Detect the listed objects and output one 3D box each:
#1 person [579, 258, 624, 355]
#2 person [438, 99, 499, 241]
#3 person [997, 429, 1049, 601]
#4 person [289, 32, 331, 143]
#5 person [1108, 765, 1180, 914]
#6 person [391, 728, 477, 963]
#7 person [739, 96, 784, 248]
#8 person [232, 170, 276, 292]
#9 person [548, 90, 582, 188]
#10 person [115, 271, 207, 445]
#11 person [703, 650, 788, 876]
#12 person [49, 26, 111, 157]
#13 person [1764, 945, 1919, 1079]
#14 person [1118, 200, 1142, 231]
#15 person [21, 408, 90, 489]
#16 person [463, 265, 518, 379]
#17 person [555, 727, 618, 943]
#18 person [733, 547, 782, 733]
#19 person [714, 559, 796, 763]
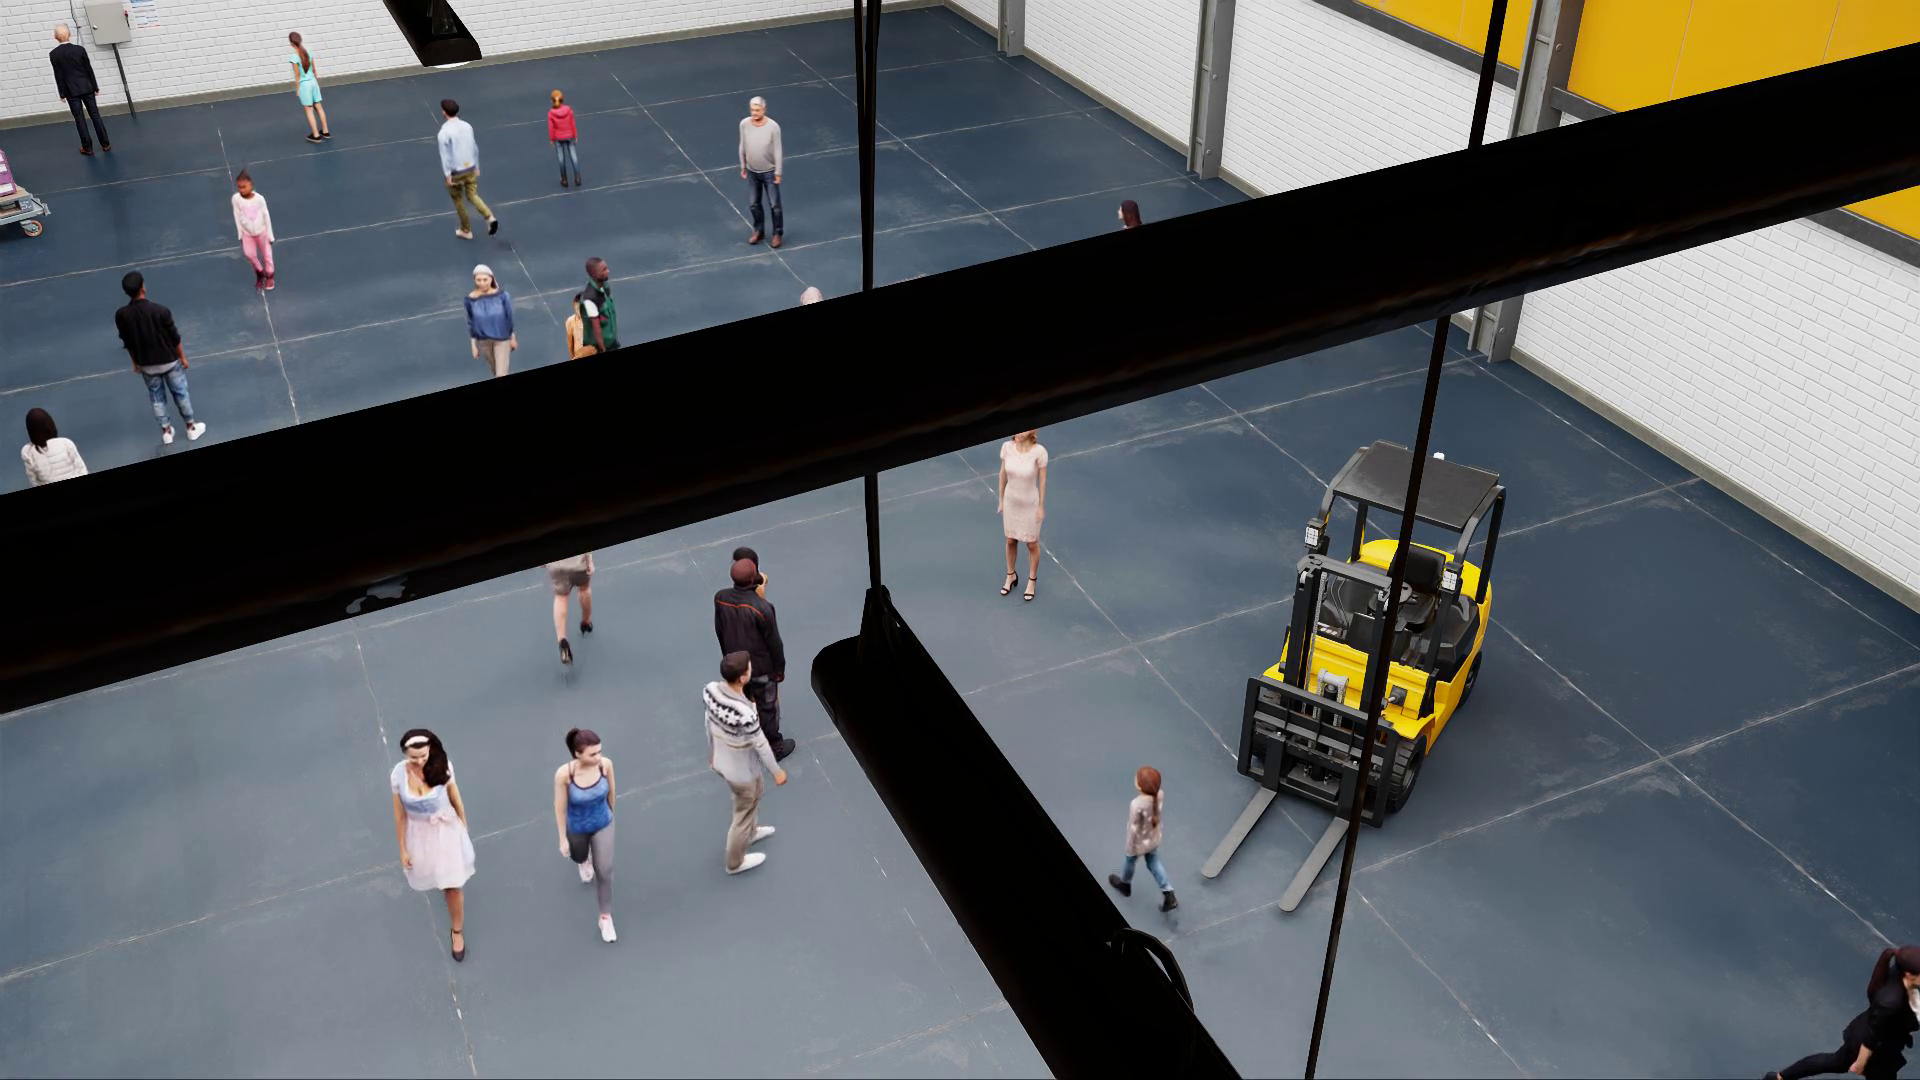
[{"bbox_3d":[-3.684,-1.994,16.789,0.898,1.829,0.813,4,34,6],"label":"person"},{"bbox_3d":[-6.153,-4.565,20.688,1.069,1.795,0.955,20,38,27],"label":"person"},{"bbox_3d":[0.543,-0.296,14.233,0.636,1.829,0.707,13,36,19],"label":"person"},{"bbox_3d":[-9.347,-6.500,23.813,0.668,1.558,0.635,19,38,26],"label":"person"},{"bbox_3d":[1.293,2.048,11.296,0.616,1.178,0.861,-24,40,-31],"label":"person"},{"bbox_3d":[-3.466,1.915,10.944,0.790,1.789,1.046,-7,34,-11],"label":"person"},{"bbox_3d":[-2.449,-4.589,20.628,0.816,1.901,0.876,11,35,16],"label":"person"},{"bbox_3d":[-8.337,-3.687,19.687,0.615,1.441,0.595,-5,34,-8],"label":"person"},{"bbox_3d":[-5.326,-5.401,22.380,0.541,1.315,0.542,-11,35,-15],"label":"person"},{"bbox_3d":[-7.979,-1.807,16.520,0.756,1.815,0.704,-4,34,-7],"label":"person"},{"bbox_3d":[-1.584,1.580,11.407,0.824,1.834,0.746,-22,39,-29],"label":"person"},{"bbox_3d":[-12.355,-6.310,23.309,0.735,1.800,0.680,-25,41,-32],"label":"person"},{"bbox_3d":[5.187,2.889,9.625,1.136,1.626,0.953,20,38,27],"label":"person"},{"bbox_3d":[1.936,-2.959,18.435,1.045,1.614,1.069,6,34,9],"label":"person"},{"bbox_3d":[-7.860,-0.420,14.594,0.653,1.638,0.586,-9,35,-13],"label":"person"},{"bbox_3d":[-4.768,-2.046,17.031,0.893,1.648,1.247,-4,34,-5],"label":"person"},{"bbox_3d":[-2.517,1.884,11.187,0.656,1.571,1.086,-9,35,-13],"label":"person"},{"bbox_3d":[-1.566,0.819,12.563,0.707,1.822,0.689,19,38,26],"label":"person"},{"bbox_3d":[-1.564,0.902,12.435,0.781,1.825,0.849,13,36,18],"label":"person"}]
